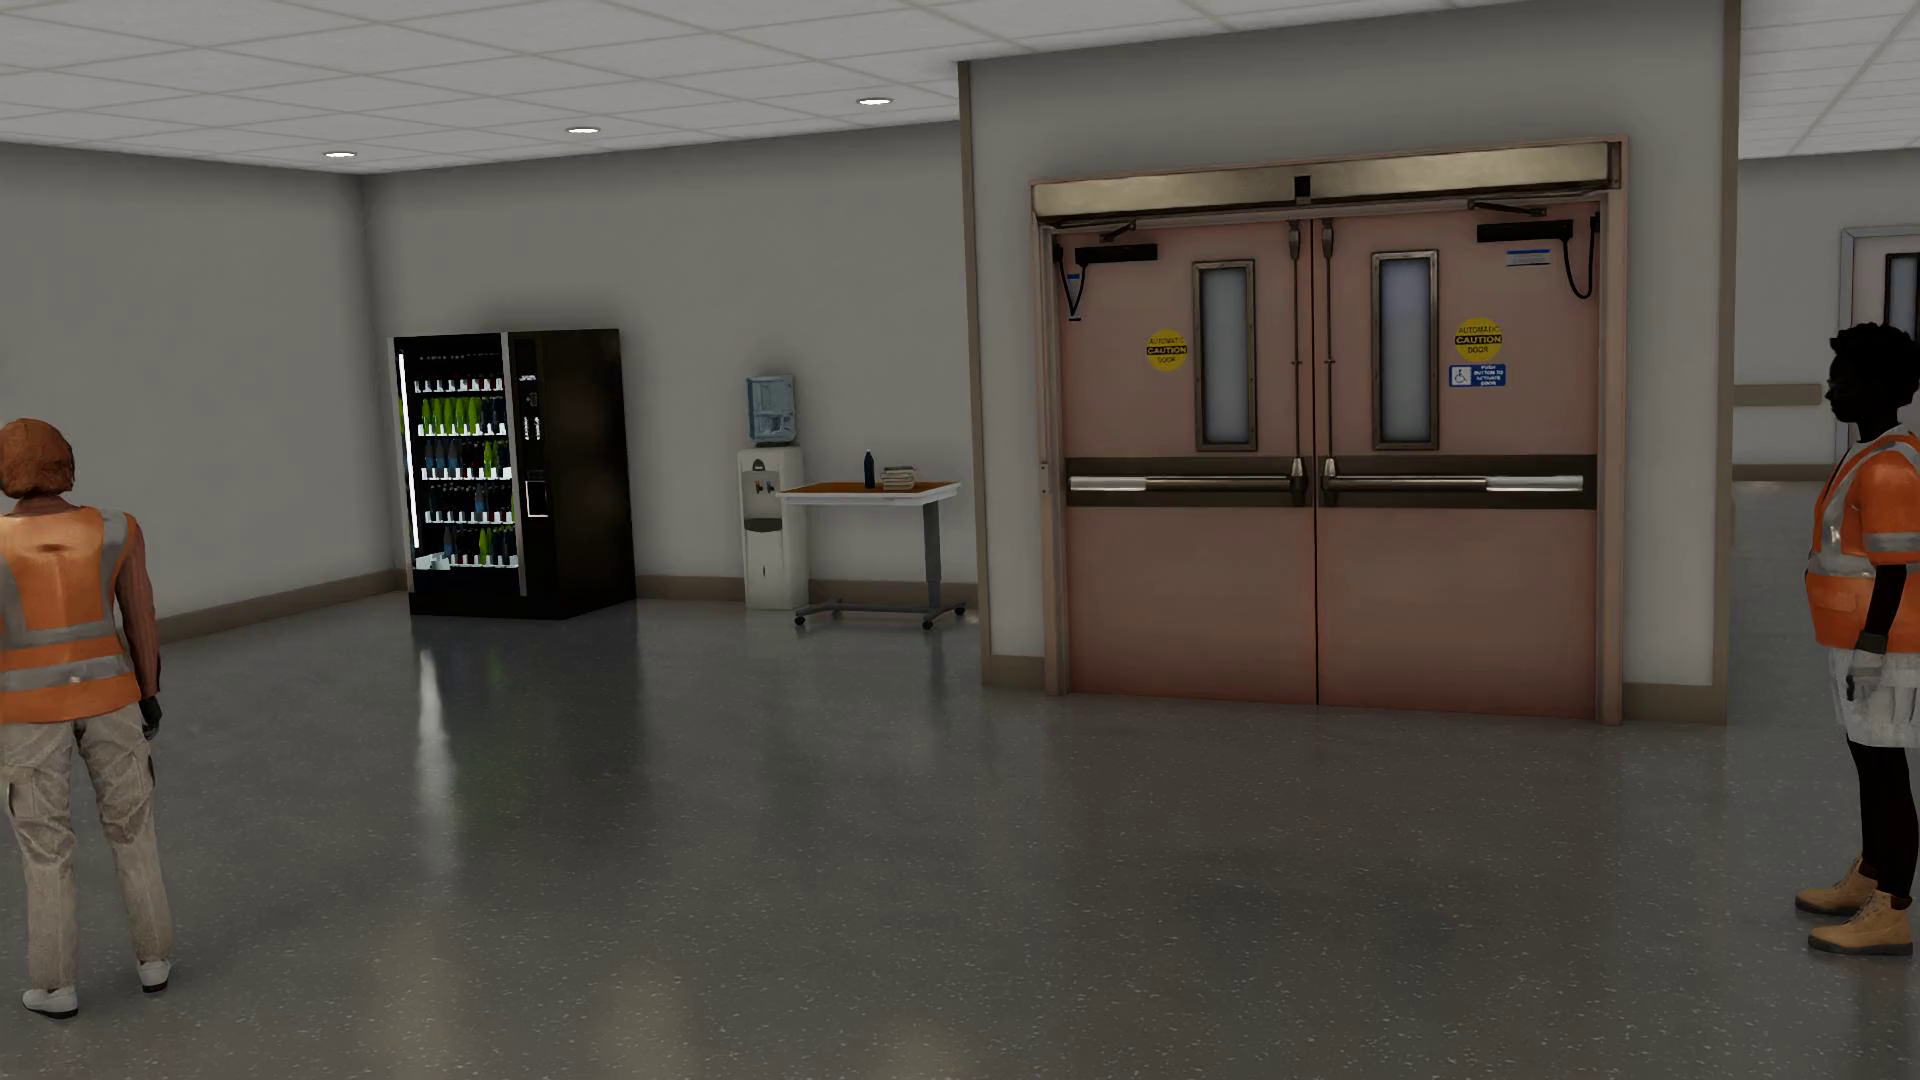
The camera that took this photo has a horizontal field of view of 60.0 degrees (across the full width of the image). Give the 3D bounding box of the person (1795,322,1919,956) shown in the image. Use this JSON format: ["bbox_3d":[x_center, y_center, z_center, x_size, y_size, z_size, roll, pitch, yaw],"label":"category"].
[{"bbox_3d":[2.460,0.264,4.501,0.318,1.698,0.535,1,8,22],"label":"person"}]

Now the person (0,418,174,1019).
[{"bbox_3d":[-2.452,0.482,4.563,0.514,1.639,0.310,-9,10,-41],"label":"person"}]
